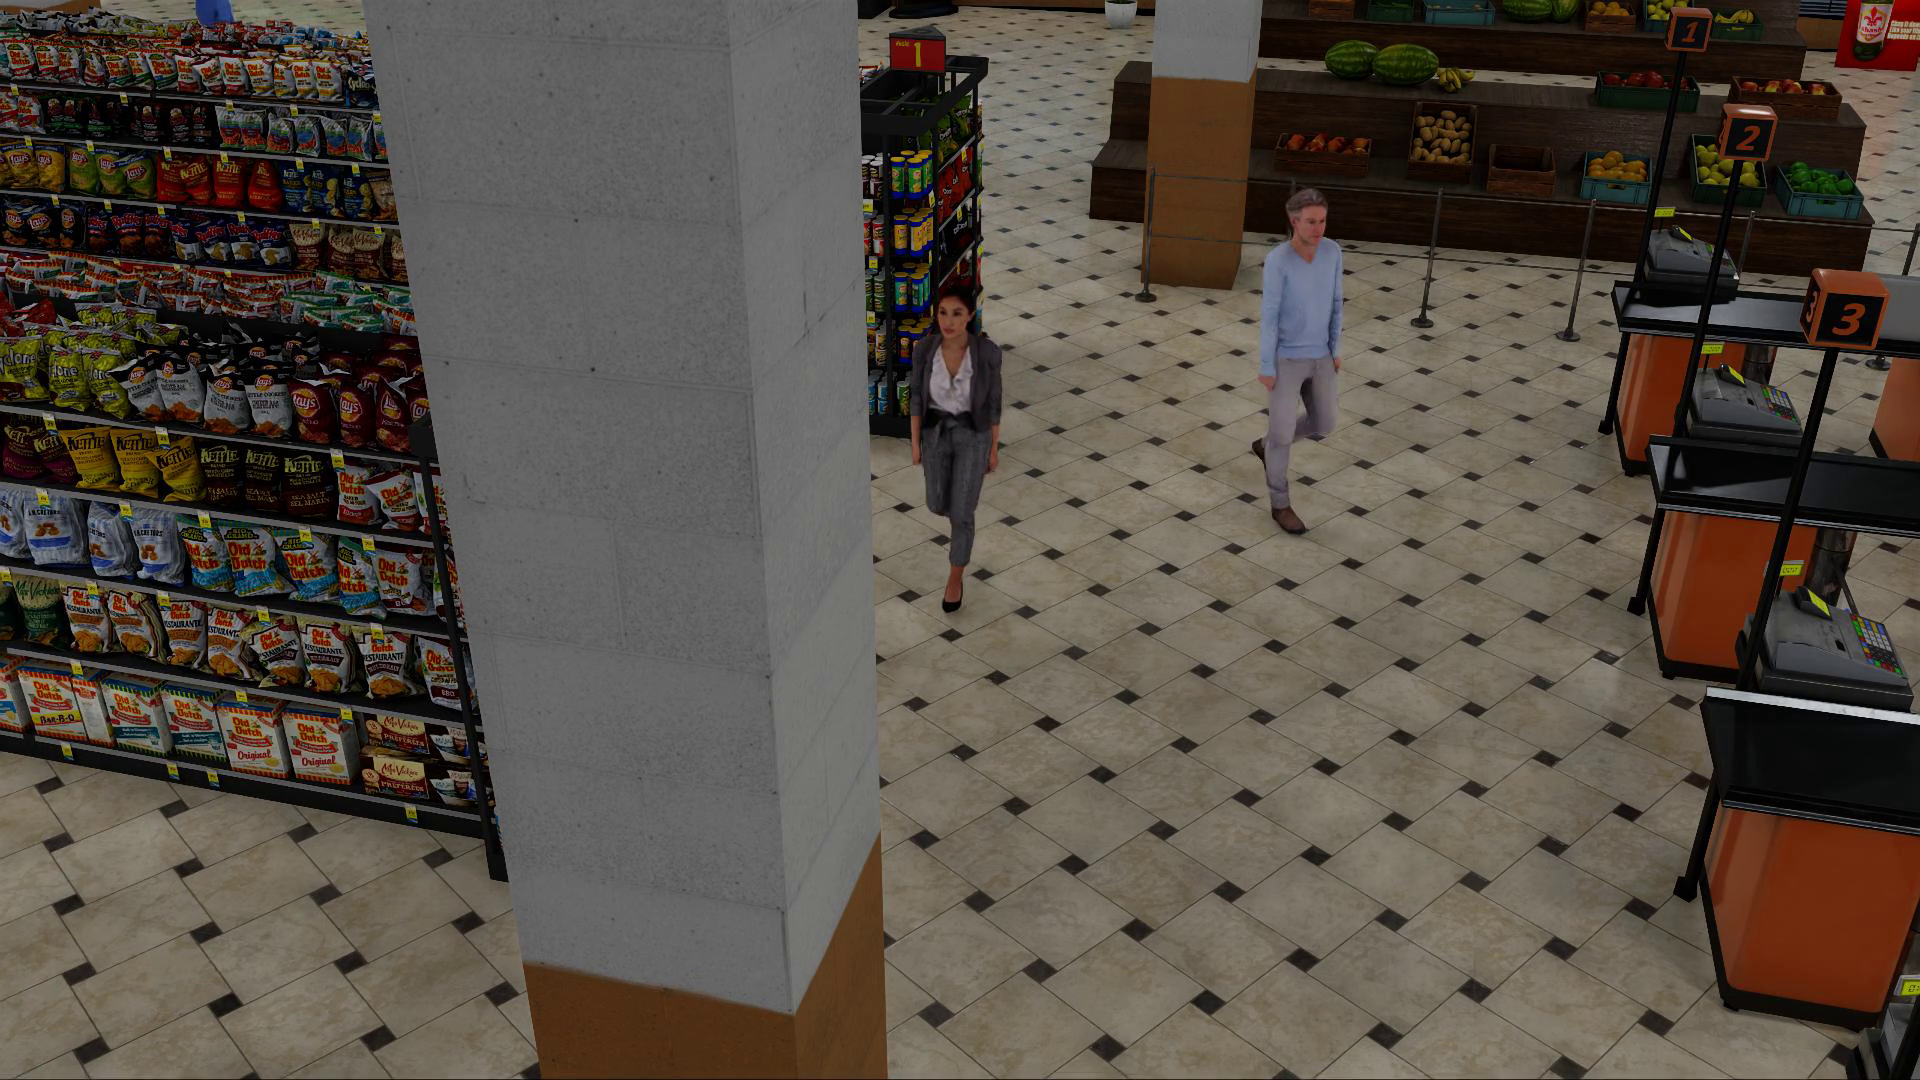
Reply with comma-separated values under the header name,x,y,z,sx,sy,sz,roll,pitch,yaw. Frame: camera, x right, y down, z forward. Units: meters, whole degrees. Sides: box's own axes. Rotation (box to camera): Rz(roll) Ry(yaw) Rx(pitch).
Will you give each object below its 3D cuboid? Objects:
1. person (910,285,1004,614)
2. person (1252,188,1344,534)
name,x,y,z,sx,sy,sz,roll,pitch,yaw
person,0.007,-0.490,8.279,0.845,1.660,0.678,6,29,11
person,1.776,-0.995,8.975,0.985,1.880,1.030,-13,31,-23
